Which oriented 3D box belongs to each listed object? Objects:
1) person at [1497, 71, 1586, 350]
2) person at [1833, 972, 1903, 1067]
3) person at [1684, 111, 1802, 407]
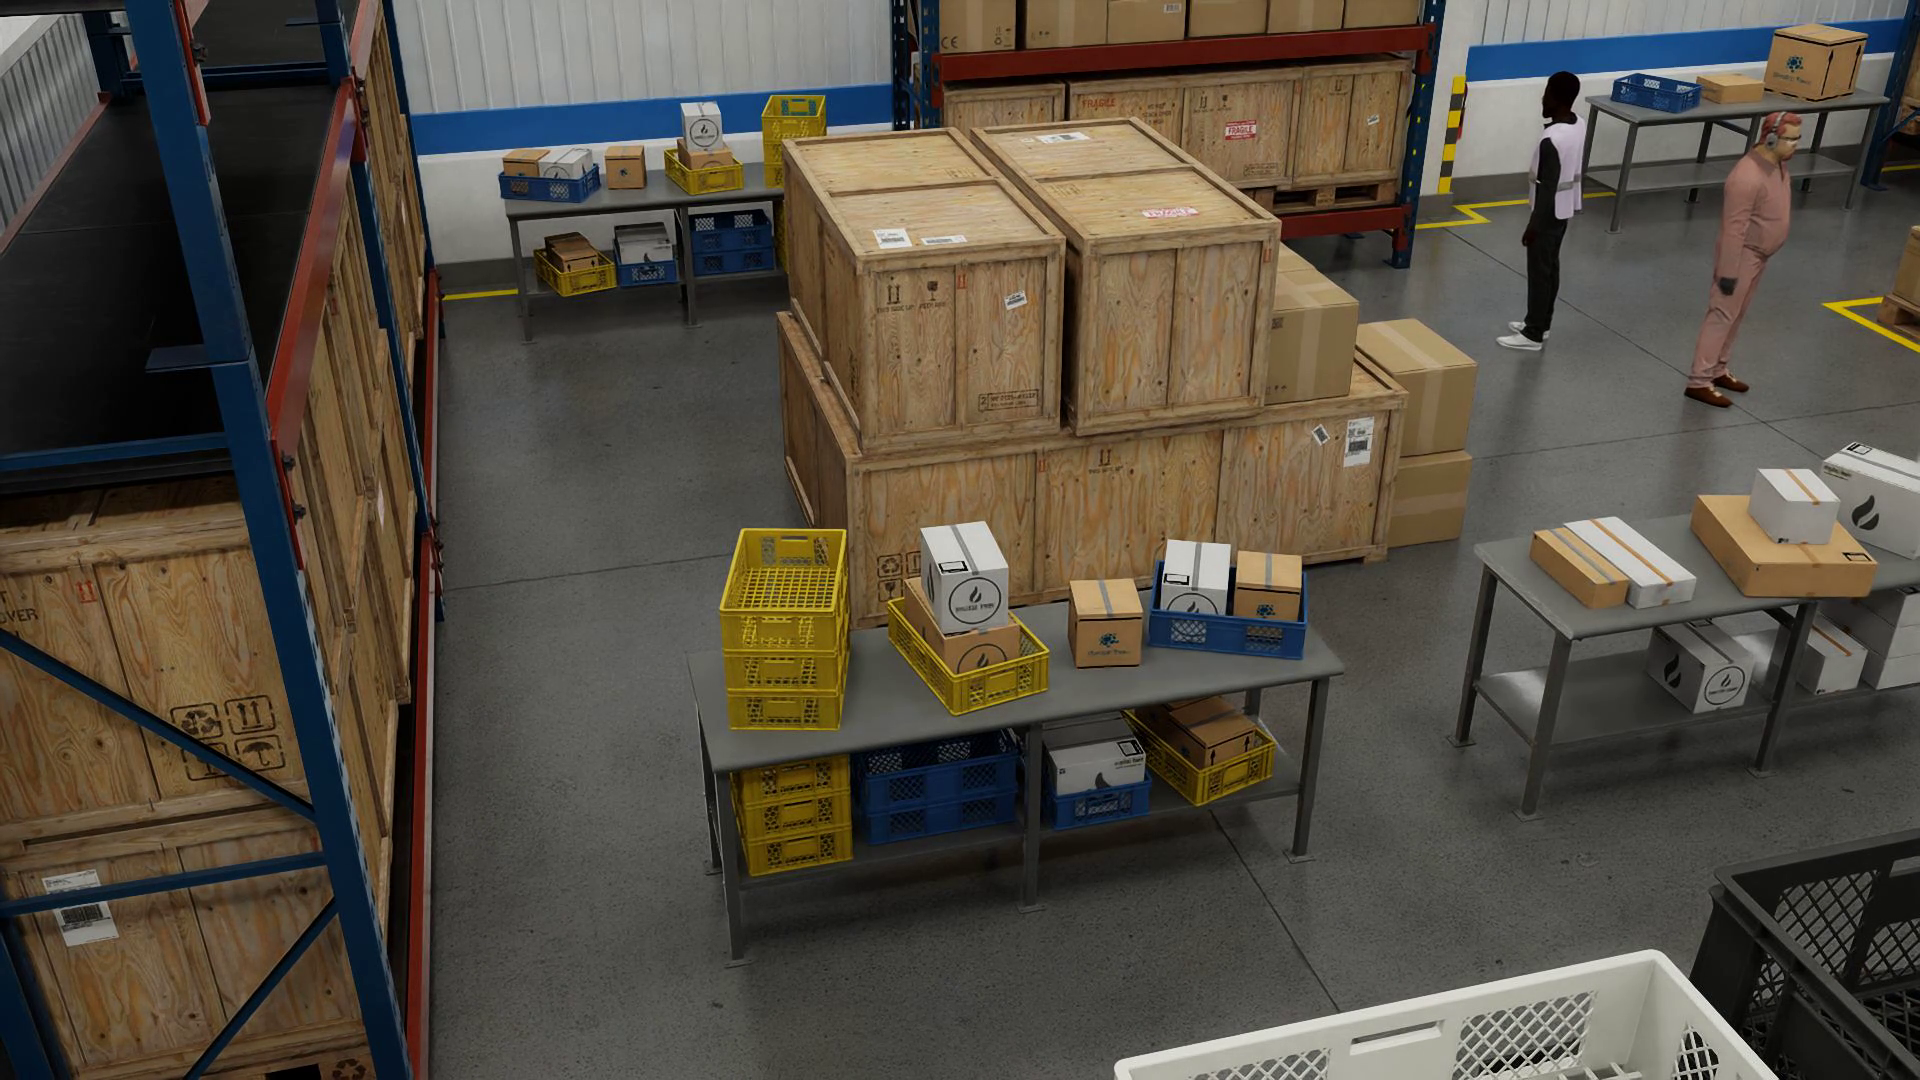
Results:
[{"bbox_3d":[4.069,-2.258,11.491,0.391,1.918,0.590,18,34,29],"label":"person"},{"bbox_3d":[2.043,1.813,4.180,0.429,1.845,0.621,-20,35,-32],"label":"person"},{"bbox_3d":[5.067,-1.808,10.700,0.401,1.901,0.643,23,36,35],"label":"person"}]
